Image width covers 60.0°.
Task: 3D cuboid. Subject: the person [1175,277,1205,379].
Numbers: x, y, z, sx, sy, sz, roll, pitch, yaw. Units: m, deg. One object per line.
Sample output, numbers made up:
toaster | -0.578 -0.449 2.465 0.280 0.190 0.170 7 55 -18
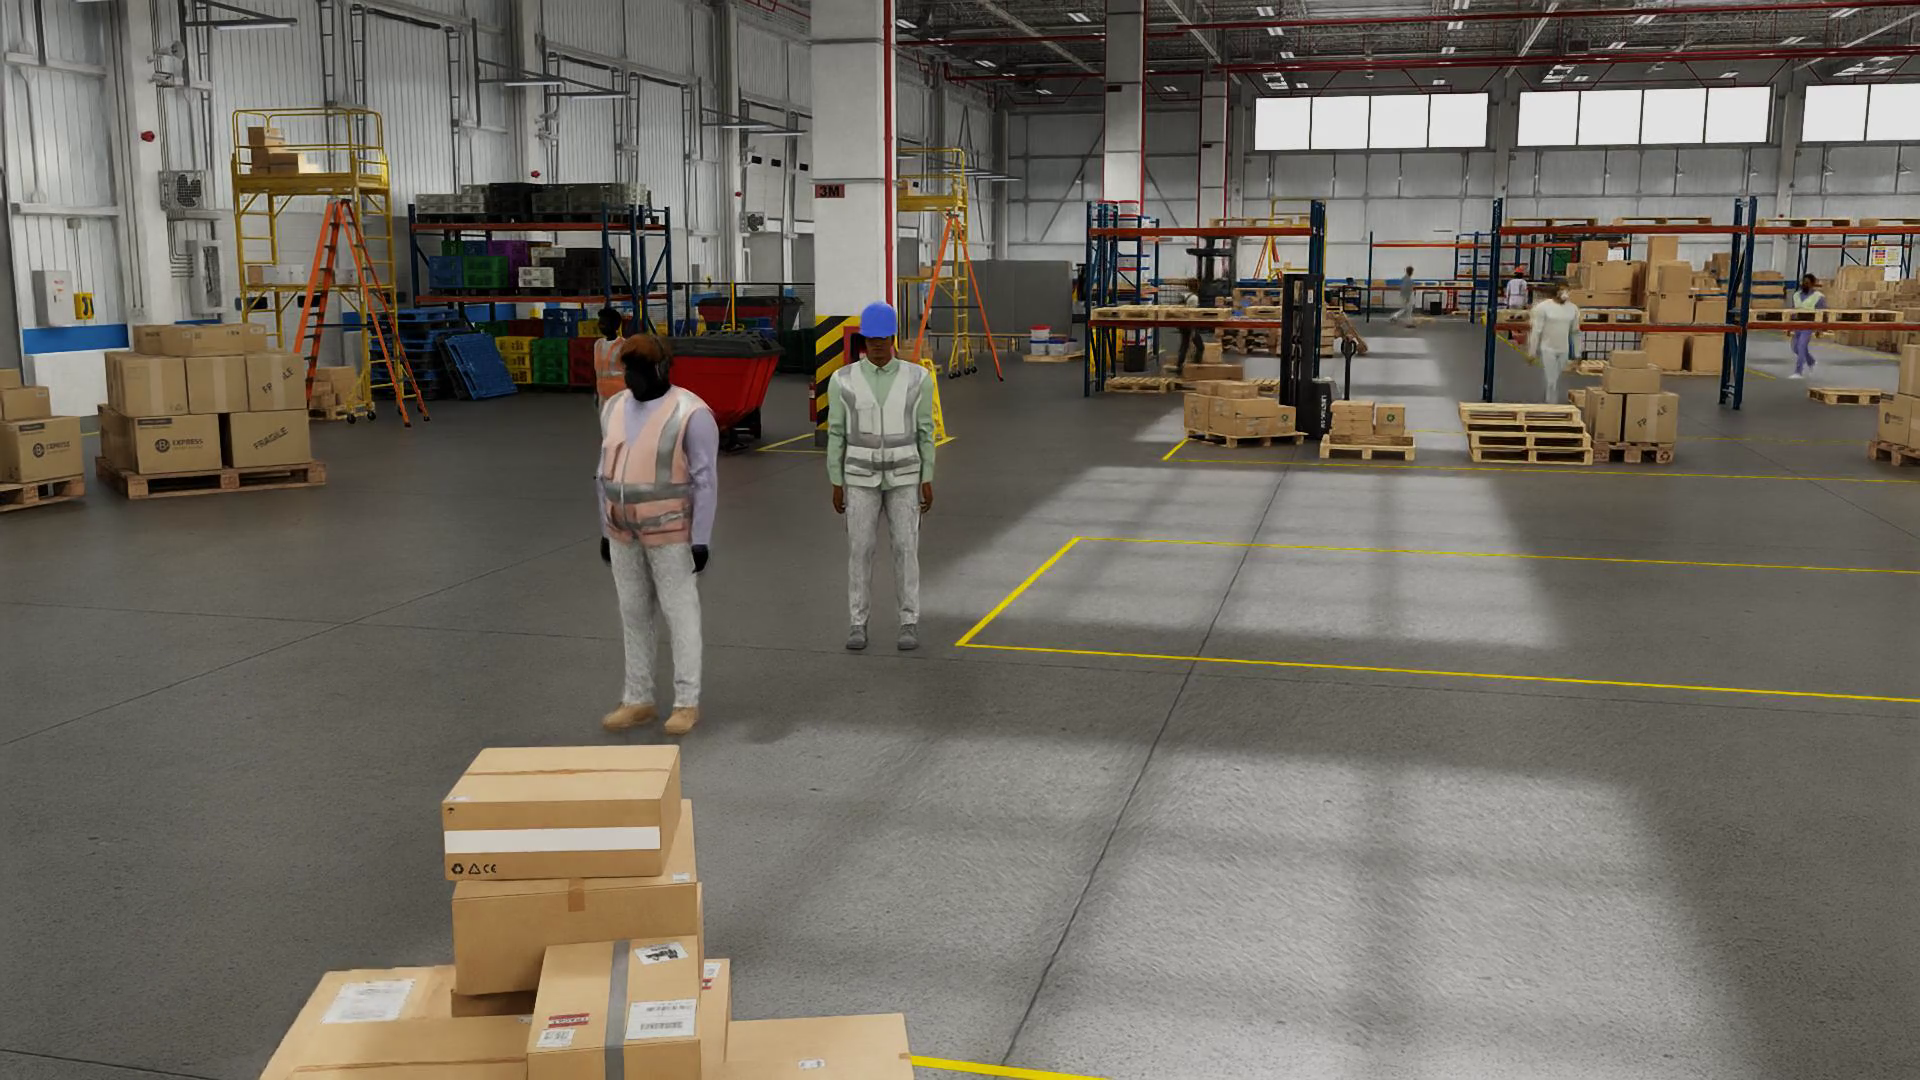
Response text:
person | 4.189 -3.778 29.775 0.737 1.821 0.532 -5 11 -25

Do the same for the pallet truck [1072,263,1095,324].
pallet truck | 4.325 -8.180 55.162 0.823 1.965 1.885 6 11 31

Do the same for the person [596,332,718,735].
person | -1.414 -0.028 7.629 0.633 1.840 0.429 5 11 27

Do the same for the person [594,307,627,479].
person | -3.373 -1.417 16.214 0.538 1.698 0.320 7 12 37

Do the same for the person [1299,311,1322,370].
person | 6.762 -4.124 32.049 0.484 1.739 0.320 -3 10 -19

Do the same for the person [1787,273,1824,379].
person | 15.228 -3.846 29.920 0.714 1.904 0.600 -4 11 -24

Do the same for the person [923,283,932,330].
person | -0.870 -7.346 50.464 0.544 1.929 0.386 -7 12 -35

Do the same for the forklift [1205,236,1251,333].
forklift | 7.390 -7.238 47.019 1.129 2.768 1.873 8 13 40

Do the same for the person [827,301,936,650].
person | -0.436 -0.343 9.213 0.601 1.940 0.411 -1 10 -3

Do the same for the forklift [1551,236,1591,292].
forklift | 19.392 -8.069 51.914 1.873 2.768 1.129 2 10 14

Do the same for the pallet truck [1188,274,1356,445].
pallet truck | 3.653 -2.138 19.590 1.885 1.965 0.823 -4 10 -20

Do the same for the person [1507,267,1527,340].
person | 14.781 -6.275 44.140 0.543 1.932 0.376 9 13 44

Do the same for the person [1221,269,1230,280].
person | 8.374 -7.571 52.082 0.599 1.834 0.999 -3 10 -18

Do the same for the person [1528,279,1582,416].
person | 7.655 -2.363 21.197 0.653 1.896 0.952 -3 10 -16

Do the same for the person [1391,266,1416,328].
person | 13.720 -7.479 51.268 0.668 1.921 0.637 0 10 1
